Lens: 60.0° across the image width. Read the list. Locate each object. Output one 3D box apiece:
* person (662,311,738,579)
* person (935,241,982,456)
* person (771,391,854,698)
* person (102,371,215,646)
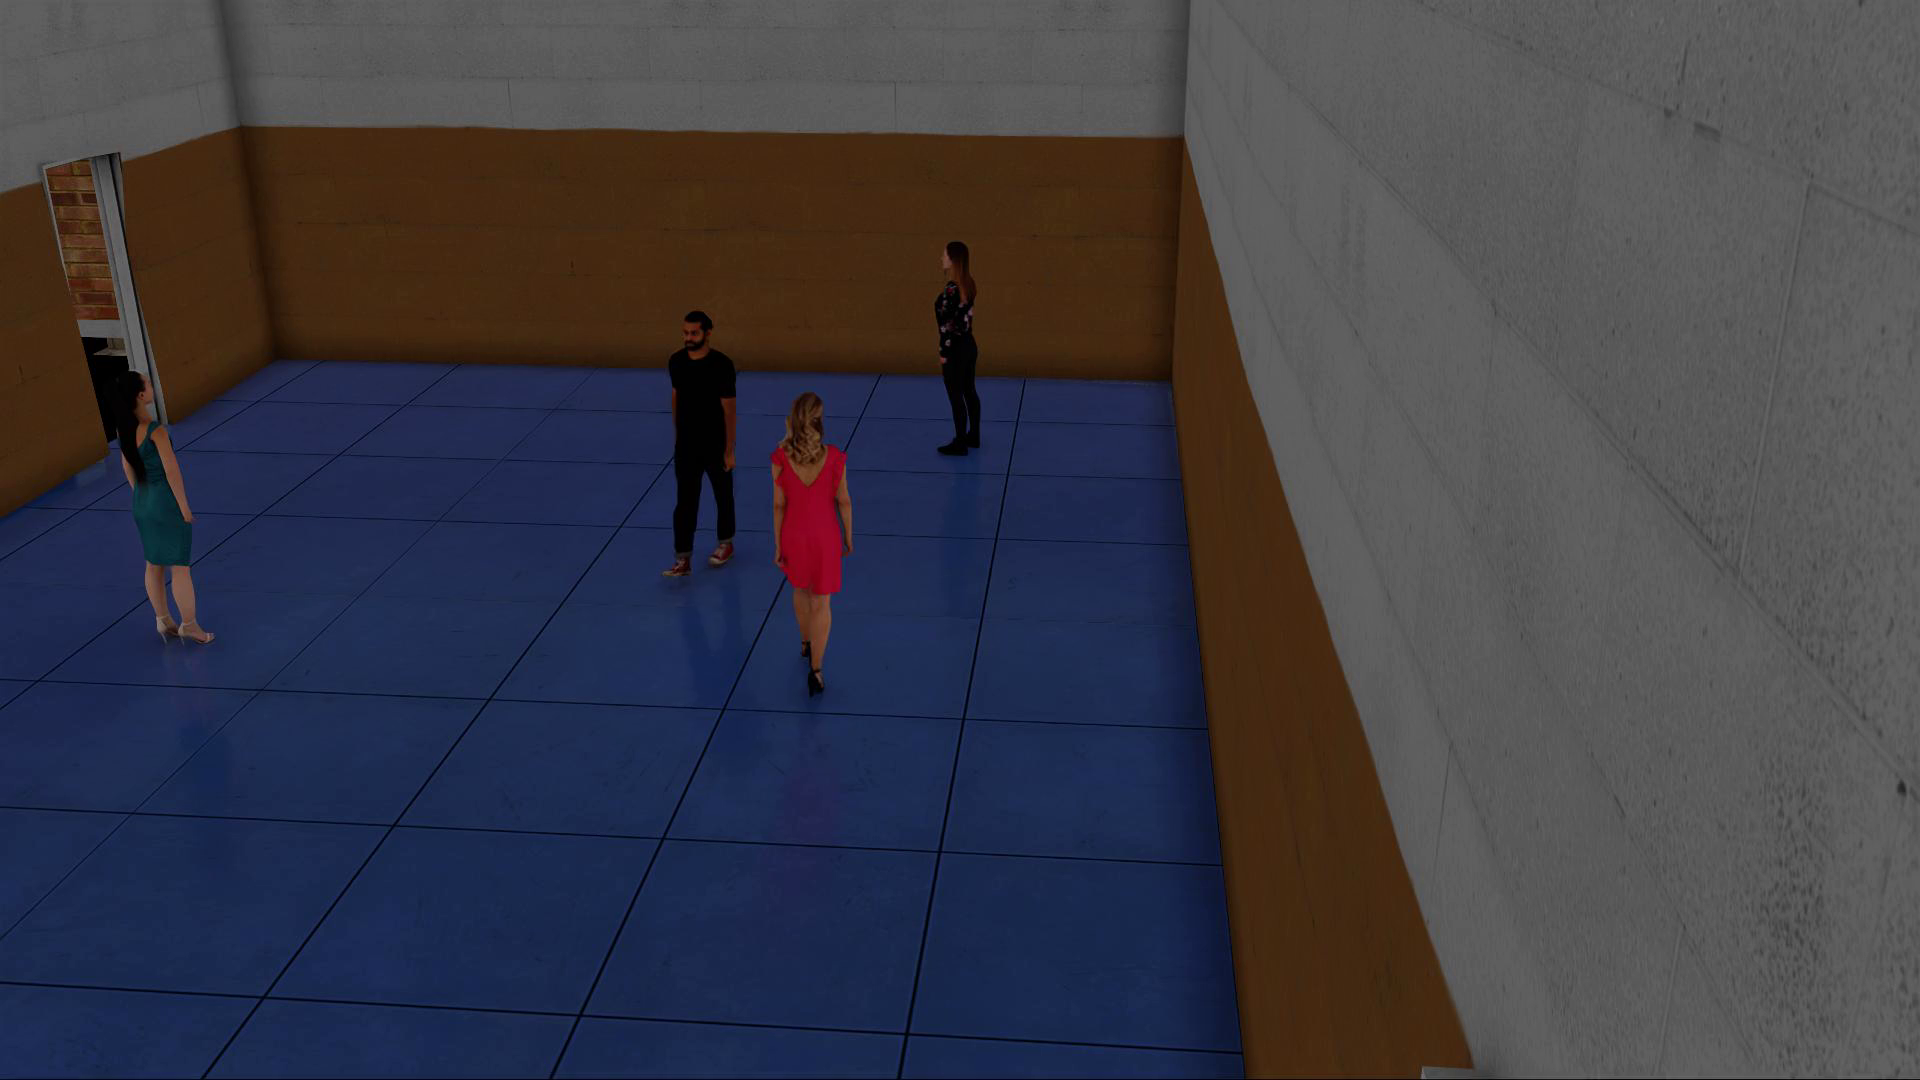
[{"bbox_3d":[-1.618,-0.650,10.833,0.966,1.734,0.841,6,23,16],"label":"person"},{"bbox_3d":[0.001,-1.504,13.032,0.632,1.680,0.640,11,24,24],"label":"person"},{"bbox_3d":[-0.829,0.053,9.118,0.734,1.707,0.646,1,22,2],"label":"person"},{"bbox_3d":[-4.681,-0.177,9.721,0.531,1.686,0.670,10,24,23],"label":"person"}]
